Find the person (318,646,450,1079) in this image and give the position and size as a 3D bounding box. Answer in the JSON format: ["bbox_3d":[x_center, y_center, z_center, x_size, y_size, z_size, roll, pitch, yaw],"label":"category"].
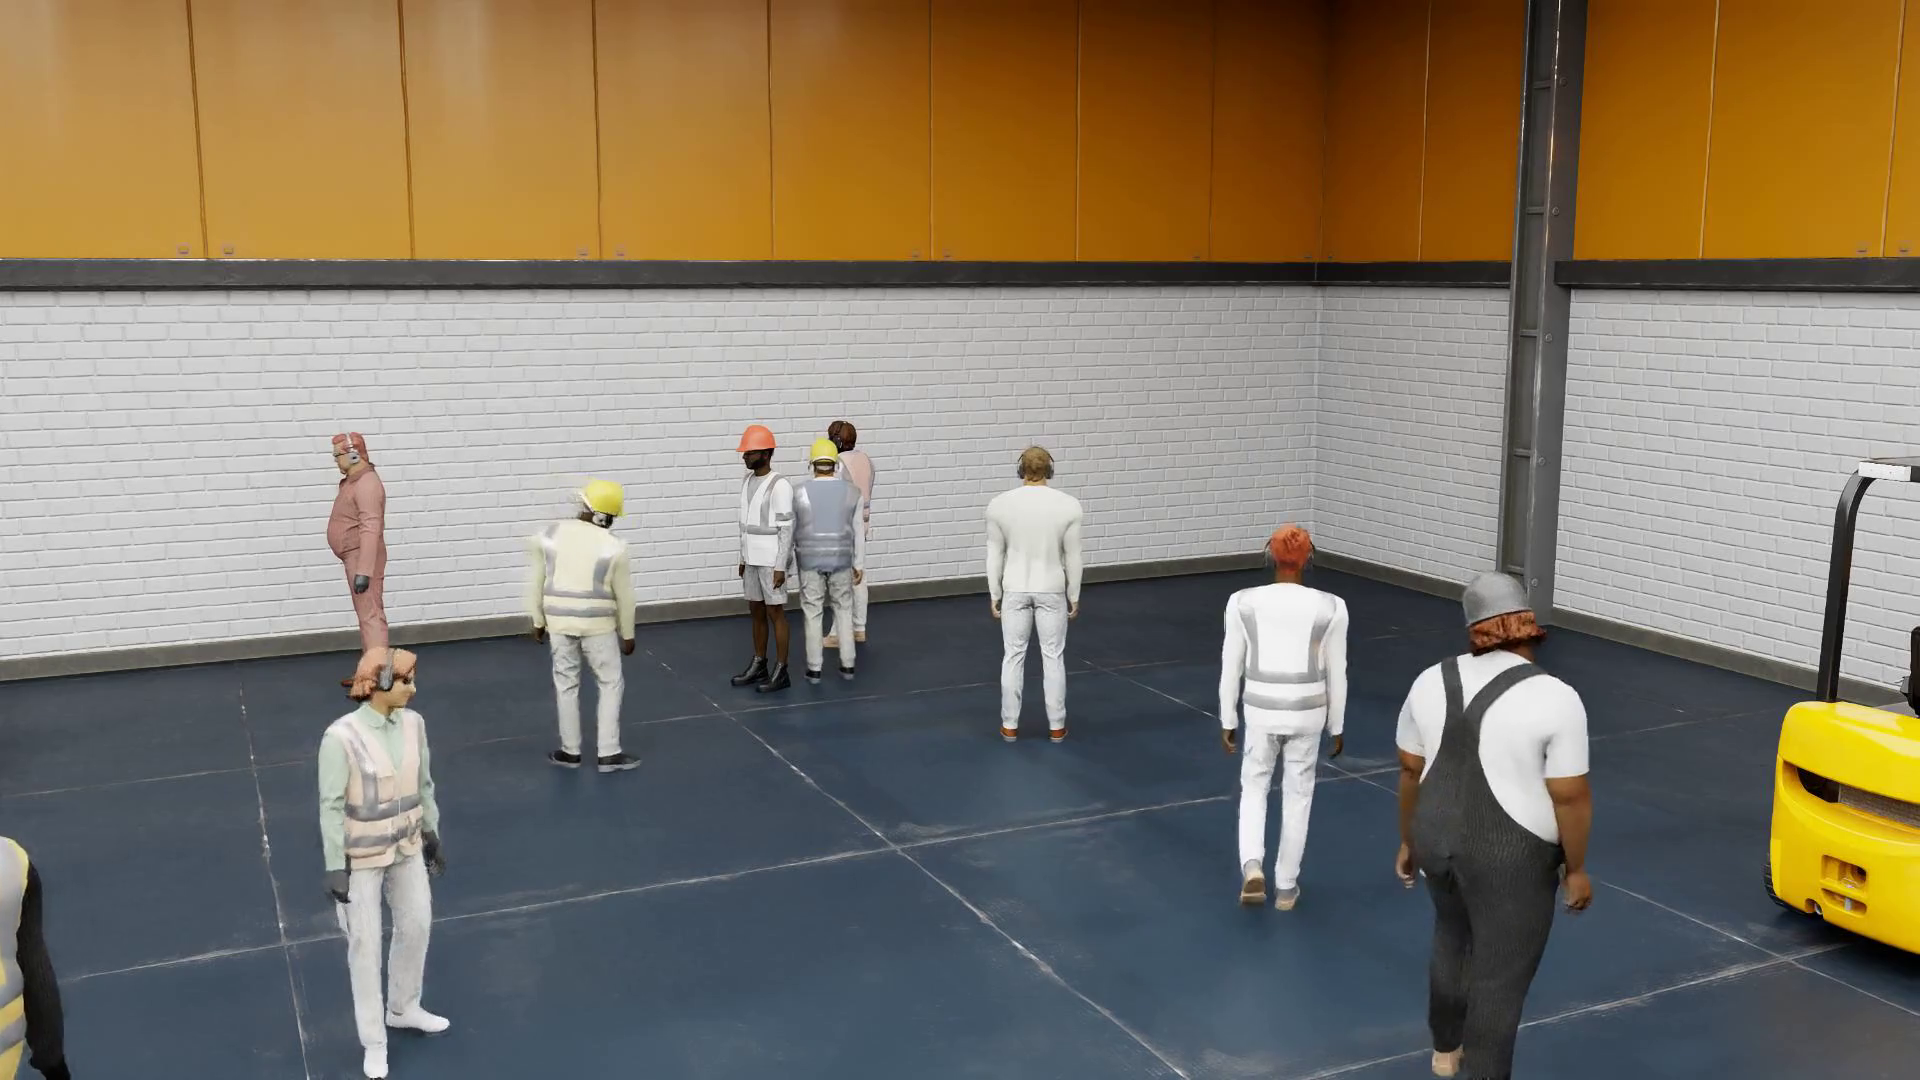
[{"bbox_3d":[-2.222,1.214,6.360,0.336,1.618,0.574,5,10,28],"label":"person"}]

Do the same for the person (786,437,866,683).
[{"bbox_3d":[-1.004,0.155,12.277,0.610,1.827,0.430,-2,9,-15],"label":"person"}]

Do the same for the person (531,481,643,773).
[{"bbox_3d":[-2.270,0.527,10.122,0.672,1.783,0.411,1,9,5],"label":"person"}]

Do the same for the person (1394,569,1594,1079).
[{"bbox_3d":[1.897,1.070,5.927,0.725,2.000,0.760,-6,11,-32],"label":"person"}]

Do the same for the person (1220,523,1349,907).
[{"bbox_3d":[1.516,0.852,7.810,0.583,1.867,0.550,2,9,15],"label":"person"}]

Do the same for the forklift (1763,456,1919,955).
[{"bbox_3d":[4.857,0.731,7.561,2.313,2.155,1.214,-4,10,-25],"label":"forklift"}]

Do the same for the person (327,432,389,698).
[{"bbox_3d":[-4.317,0.171,11.943,0.406,1.903,0.638,-4,10,-23],"label":"person"}]

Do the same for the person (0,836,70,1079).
[{"bbox_3d":[-2.800,1.427,4.403,0.855,1.807,0.655,5,11,30],"label":"person"}]

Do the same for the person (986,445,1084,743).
[{"bbox_3d":[0.482,0.349,10.767,0.626,1.930,0.380,1,9,7],"label":"person"}]

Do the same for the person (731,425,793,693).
[{"bbox_3d":[-1.441,0.133,12.064,0.360,1.938,0.546,-8,12,-42],"label":"person"}]

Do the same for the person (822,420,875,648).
[{"bbox_3d":[-0.954,-0.050,13.488,0.429,1.846,0.625,5,11,29],"label":"person"}]
